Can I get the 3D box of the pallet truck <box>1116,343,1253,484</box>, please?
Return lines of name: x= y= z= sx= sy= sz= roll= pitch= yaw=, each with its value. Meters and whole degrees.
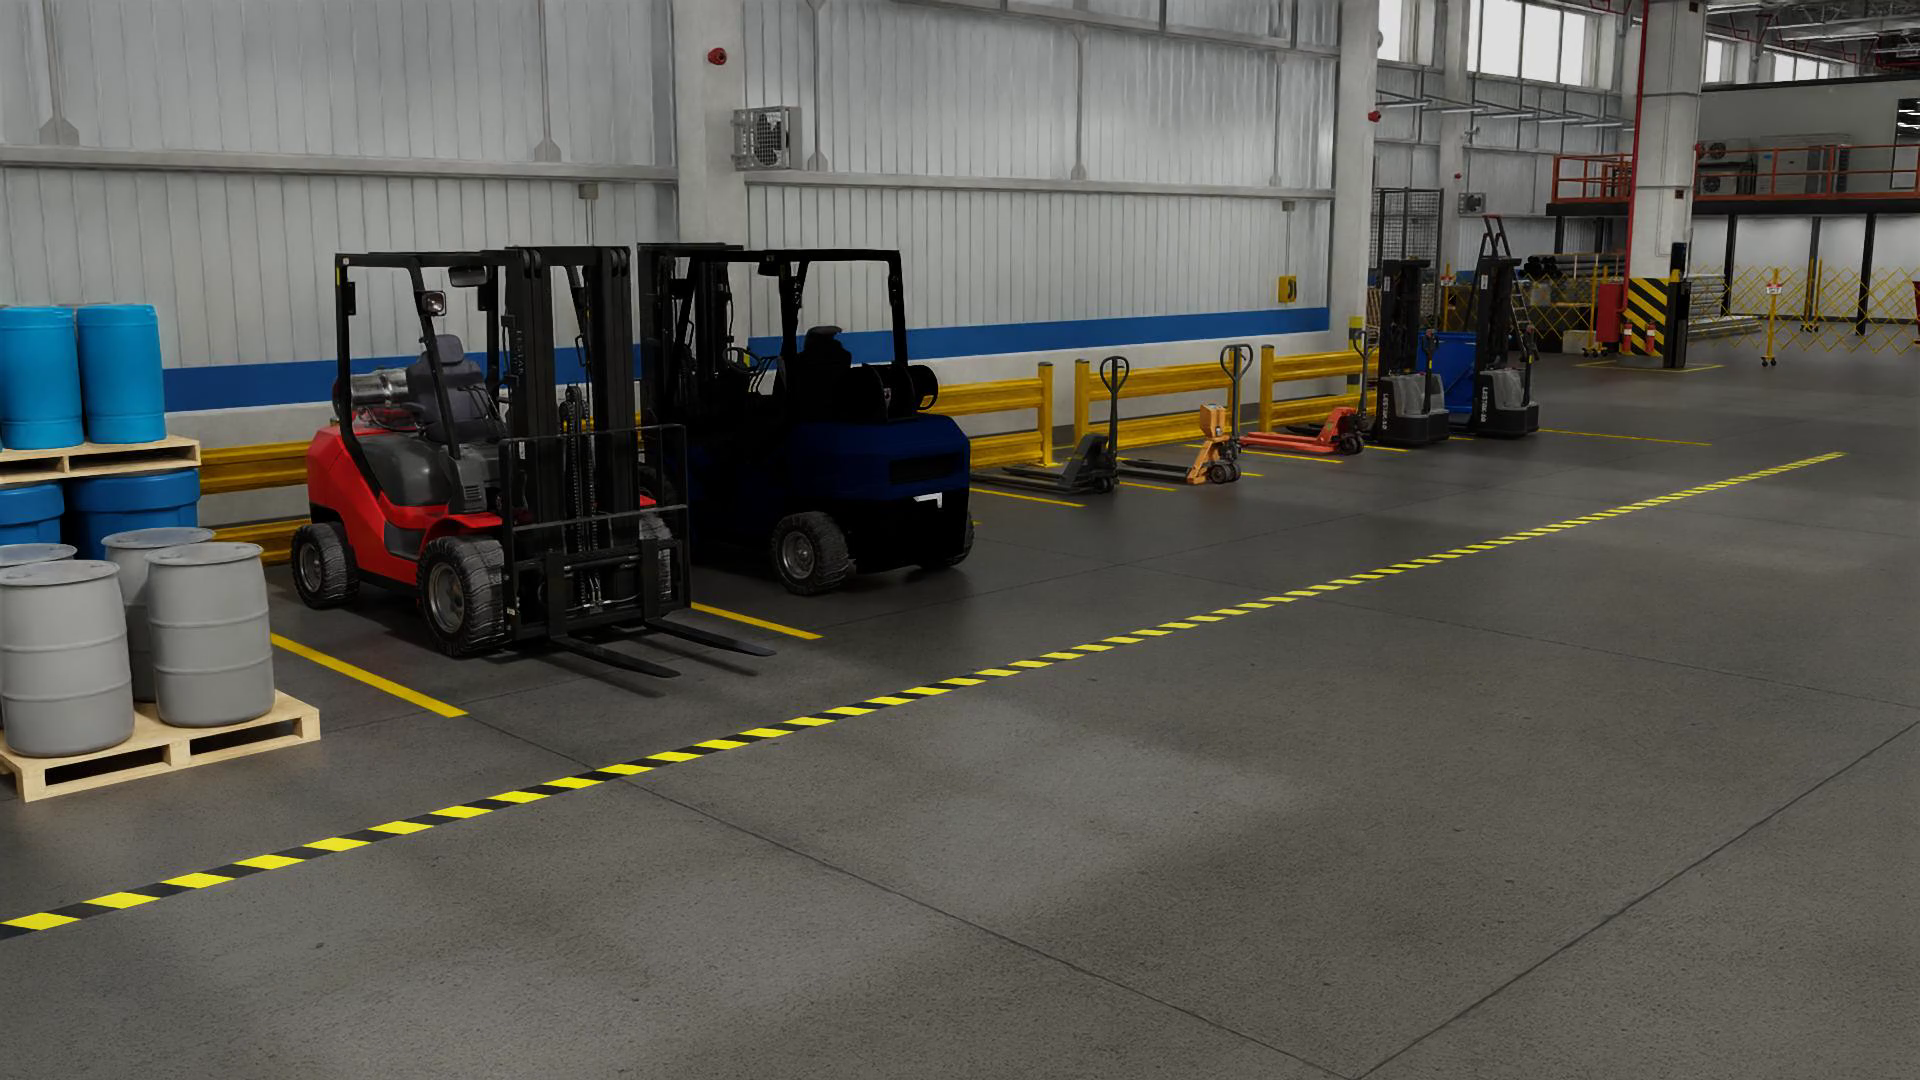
pallet truck: x=1.962 y=-1.215 z=15.415 sx=1.522 sy=1.261 sz=0.704 roll=10 pitch=14 yaw=43

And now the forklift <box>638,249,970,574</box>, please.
forklift: x=-1.173 y=-0.958 z=11.239 sx=2.680 sy=1.987 sz=1.157 roll=10 pitch=14 yaw=43

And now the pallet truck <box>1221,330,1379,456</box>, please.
pallet truck: x=3.563 y=-1.581 z=17.381 sx=0.653 sy=1.274 sz=1.630 roll=-10 pitch=14 yaw=-44

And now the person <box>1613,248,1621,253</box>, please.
person: x=18.051 y=-7.080 z=45.777 sx=0.584 sy=1.882 sz=0.337 roll=-10 pitch=14 yaw=-43

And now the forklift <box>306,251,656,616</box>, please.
forklift: x=-2.833 y=-0.669 z=9.694 sx=1.157 sy=1.987 sz=2.680 roll=-10 pitch=14 yaw=-44

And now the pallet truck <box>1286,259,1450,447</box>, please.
pallet truck: x=4.493 y=-2.078 z=18.196 sx=0.823 sy=1.965 sz=1.885 roll=-9 pitch=14 yaw=-40

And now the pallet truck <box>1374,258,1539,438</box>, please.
pallet truck: x=5.704 y=-2.208 z=18.901 sx=1.885 sy=1.965 sz=0.823 roll=10 pitch=14 yaw=43

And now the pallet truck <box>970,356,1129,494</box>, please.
pallet truck: x=0.784 y=-1.085 z=14.876 sx=0.680 sy=1.201 sz=1.601 roll=-10 pitch=14 yaw=-44
